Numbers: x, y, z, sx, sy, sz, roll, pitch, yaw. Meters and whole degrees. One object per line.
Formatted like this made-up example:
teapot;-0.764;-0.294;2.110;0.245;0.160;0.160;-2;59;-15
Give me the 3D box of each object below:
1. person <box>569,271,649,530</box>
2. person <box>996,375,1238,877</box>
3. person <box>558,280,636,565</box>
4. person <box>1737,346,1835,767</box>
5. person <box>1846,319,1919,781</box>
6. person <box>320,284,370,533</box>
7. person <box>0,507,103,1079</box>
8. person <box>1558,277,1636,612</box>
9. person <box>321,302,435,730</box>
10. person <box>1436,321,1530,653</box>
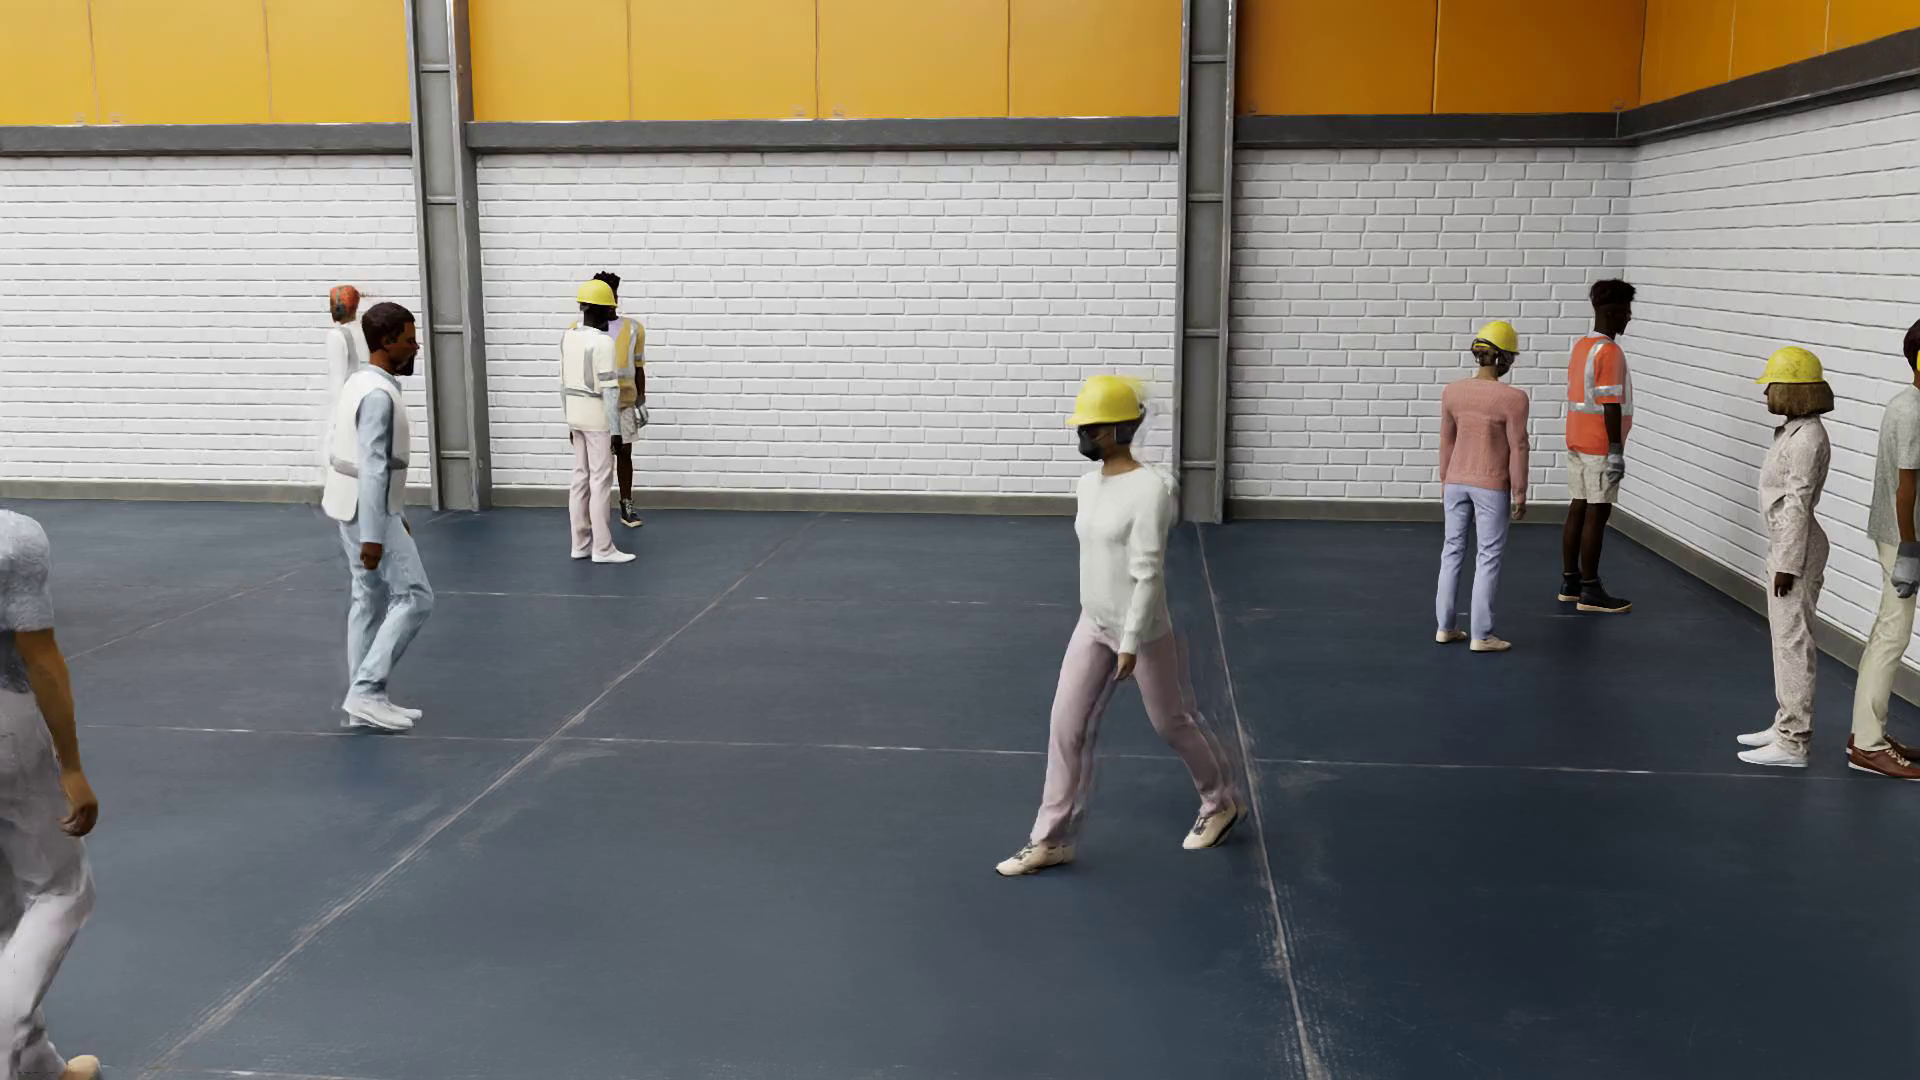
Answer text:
person;-2.681;-1.066;12.728;0.602;1.966;0.368;-5;11;-26
person;0.596;0.281;5.734;0.933;1.717;0.521;-7;12;-33
person;-2.474;-0.800;11.322;0.386;1.922;0.594;-10;14;-44
person;3.423;0.068;6.905;0.340;1.733;0.479;3;10;19
person;3.860;0.029;6.768;0.309;1.859;0.534;5;11;28
person;-4.527;-0.957;12.376;0.413;1.868;0.589;3;10;17
person;-2.323;0.549;3.883;0.557;1.819;0.487;1;10;4
person;3.787;-0.564;9.855;0.367;1.965;0.604;0;10;0
person;-2.573;-0.092;7.341;0.444;1.899;0.611;-5;11;-26
person;2.778;-0.278;8.828;0.344;1.756;0.532;-8;13;-38
